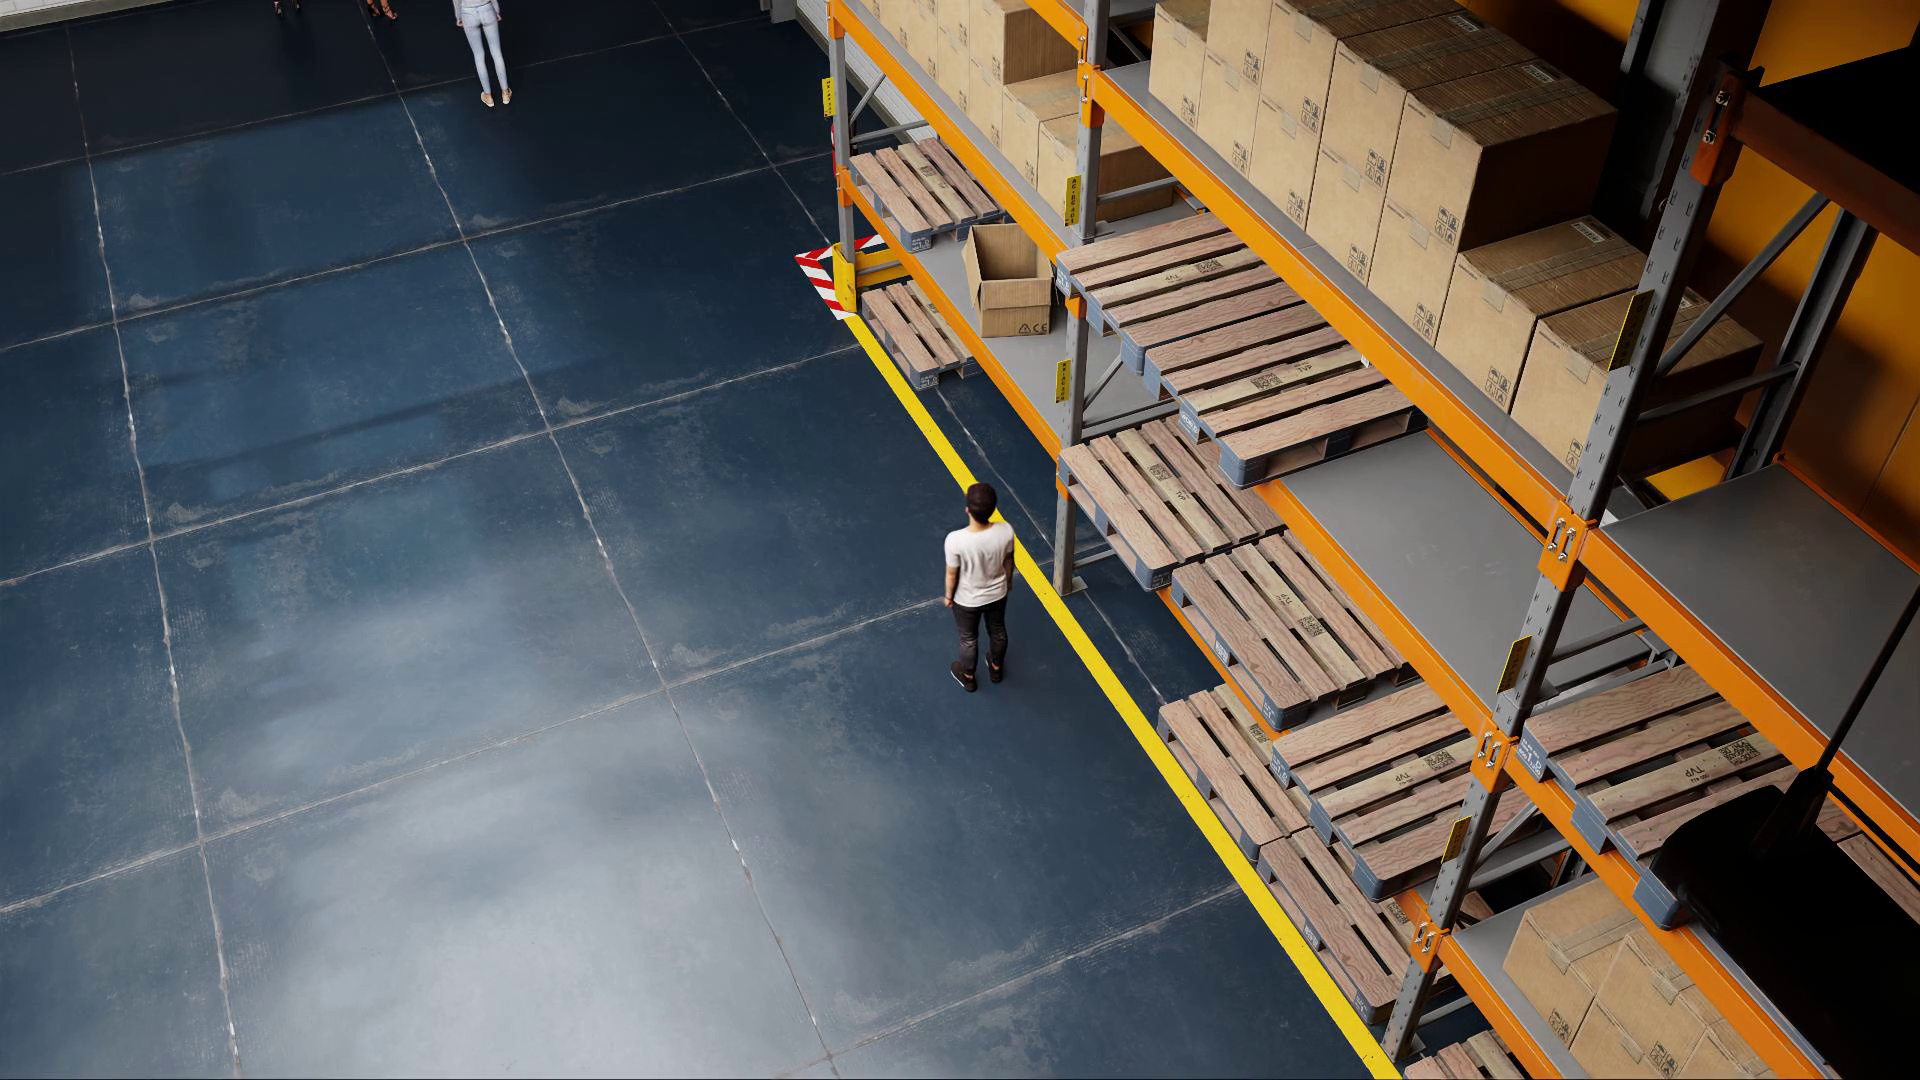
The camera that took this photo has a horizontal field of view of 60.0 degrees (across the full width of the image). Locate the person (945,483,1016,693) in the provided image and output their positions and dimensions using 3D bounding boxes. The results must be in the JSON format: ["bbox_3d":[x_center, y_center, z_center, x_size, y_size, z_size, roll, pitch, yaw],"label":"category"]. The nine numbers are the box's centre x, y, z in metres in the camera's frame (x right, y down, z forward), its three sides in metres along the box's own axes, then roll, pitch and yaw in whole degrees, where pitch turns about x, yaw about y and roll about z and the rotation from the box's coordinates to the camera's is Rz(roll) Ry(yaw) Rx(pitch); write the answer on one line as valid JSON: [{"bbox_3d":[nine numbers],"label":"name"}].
[{"bbox_3d":[0.129,0.309,10.721,0.633,1.722,0.545,-15,46,-15],"label":"person"}]

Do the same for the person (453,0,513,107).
[{"bbox_3d":[-4.747,-5.153,16.401,0.596,1.796,0.502,-15,46,-16],"label":"person"}]
